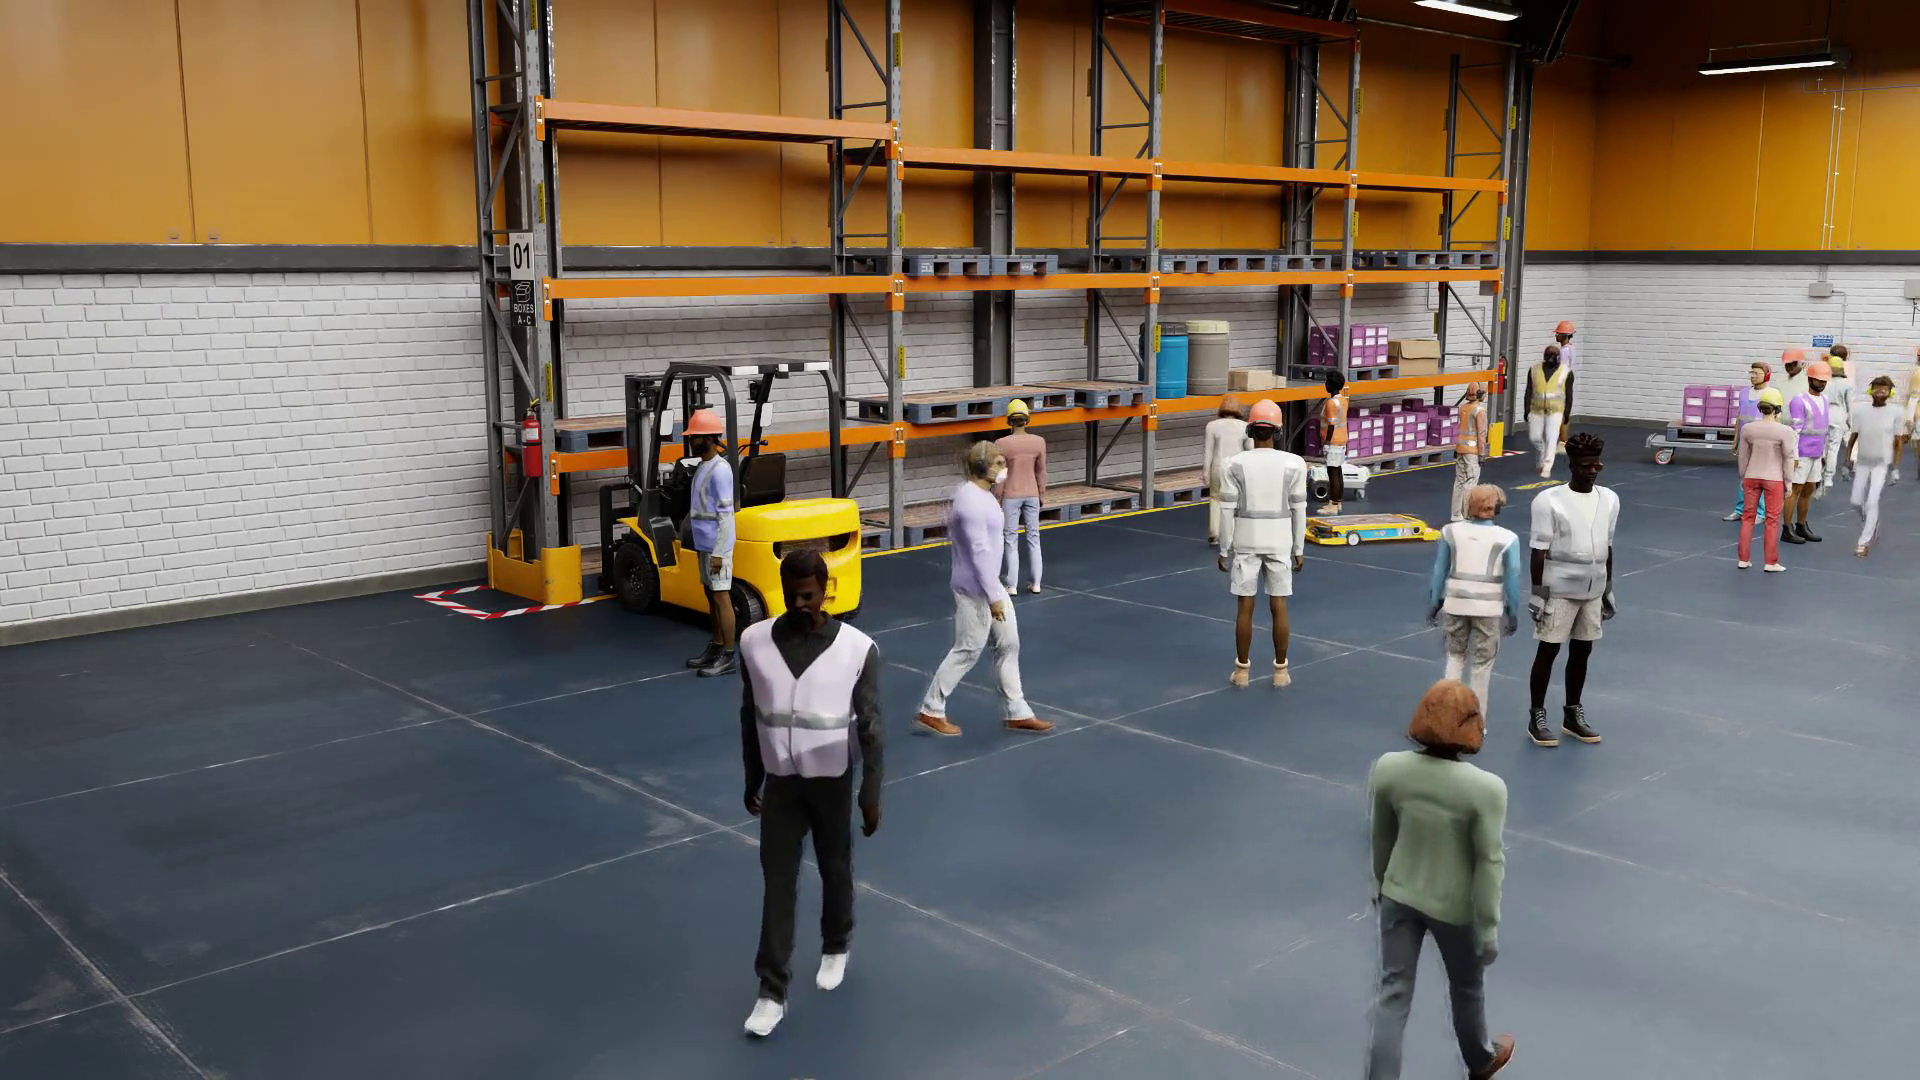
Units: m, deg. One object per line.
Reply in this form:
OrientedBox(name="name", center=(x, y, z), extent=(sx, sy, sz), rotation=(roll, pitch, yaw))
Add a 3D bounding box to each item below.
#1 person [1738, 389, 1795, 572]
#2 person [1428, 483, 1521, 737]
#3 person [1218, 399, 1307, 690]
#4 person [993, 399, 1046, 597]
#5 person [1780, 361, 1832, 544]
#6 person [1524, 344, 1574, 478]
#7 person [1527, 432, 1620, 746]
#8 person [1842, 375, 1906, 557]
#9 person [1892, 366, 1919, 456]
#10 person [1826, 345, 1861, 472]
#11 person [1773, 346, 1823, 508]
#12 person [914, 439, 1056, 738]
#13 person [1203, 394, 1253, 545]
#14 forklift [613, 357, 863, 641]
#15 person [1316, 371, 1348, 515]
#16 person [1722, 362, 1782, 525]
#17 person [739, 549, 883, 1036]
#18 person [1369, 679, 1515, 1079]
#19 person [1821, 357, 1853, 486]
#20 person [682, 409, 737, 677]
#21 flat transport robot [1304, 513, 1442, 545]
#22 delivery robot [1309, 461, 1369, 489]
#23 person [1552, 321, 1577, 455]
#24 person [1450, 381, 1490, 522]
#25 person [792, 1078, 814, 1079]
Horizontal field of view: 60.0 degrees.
OrientedBox(name="person", center=(7.762, -0.572, 16.026), extent=(0.306, 1.770, 0.525), rotation=(-8, 13, -40))
OrientedBox(name="person", center=(3.230, 0.453, 10.443), extent=(0.554, 1.621, 0.357), rotation=(7, 12, 36))
OrientedBox(name="person", center=(2.109, 0.038, 11.647), extent=(0.605, 2.045, 0.377), rotation=(1, 10, 7))
OrientedBox(name="person", center=(0.519, -0.377, 14.892), extent=(0.533, 1.765, 0.321), rotation=(-5, 11, -25))
OrientedBox(name="person", center=(8.995, -0.923, 17.592), extent=(0.552, 1.933, 0.368), rotation=(-5, 11, -29))
OrientedBox(name="person", center=(8.129, -1.791, 22.982), extent=(0.640, 1.829, 0.611), rotation=(6, 11, 31))
OrientedBox(name="person", center=(3.810, 0.302, 10.330), extent=(0.613, 1.963, 0.362), rotation=(-3, 10, -16))
OrientedBox(name="person", center=(9.325, -0.768, 16.986), extent=(0.534, 1.842, 0.702), rotation=(9, 13, 43))
OrientedBox(name="person", center=(12.846, -1.734, 22.498), extent=(0.938, 1.888, 0.611), rotation=(6, 11, 32))
OrientedBox(name="person", center=(12.441, -1.866, 23.553), extent=(0.644, 1.794, 0.975), rotation=(-2, 10, -9))
OrientedBox(name="person", center=(10.109, -1.355, 20.056), extent=(0.785, 1.960, 0.614), rotation=(-6, 12, -33))
OrientedBox(name="person", center=(0.134, 0.314, 10.447), extent=(0.874, 1.908, 0.634), rotation=(2, 10, 12))
OrientedBox(name="person", center=(2.772, -0.705, 17.240), extent=(0.516, 1.613, 0.623), rotation=(1, 10, 5))
OrientedBox(name="forklift", center=(-1.847, -0.414, 13.852), extent=(1.214, 2.155, 2.313), rotation=(-9, 13, -42))
OrientedBox(name="person", center=(4.388, -1.139, 19.556), extent=(0.318, 1.697, 0.535), rotation=(5, 11, 26))
OrientedBox(name="person", center=(9.027, -1.098, 18.865), extent=(0.389, 1.850, 0.567), rotation=(-4, 11, -24))
OrientedBox(name="person", center=(-0.613, 0.970, 6.660), extent=(0.615, 1.880, 0.829), rotation=(2, 10, 11))
OrientedBox(name="person", center=(1.694, 1.254, 5.824), extent=(0.523, 1.585, 0.825), rotation=(8, 13, 41))
OrientedBox(name="person", center=(11.635, -1.592, 22.210), extent=(0.504, 1.695, 0.908), rotation=(6, 11, 31))
OrientedBox(name="person", center=(-1.811, 0.023, 12.042), extent=(0.362, 1.939, 0.542), rotation=(-4, 10, -22))
OrientedBox(name="flat transport robot", center=(4.347, -0.125, 17.785), extent=(1.431, 0.197, 0.652), rotation=(-3, 10, -15))
OrientedBox(name="delivery robot", center=(4.707, -0.805, 20.662), extent=(0.707, 0.478, 0.477), rotation=(1, 10, 5))
OrientedBox(name="person", center=(9.226, -2.332, 25.514), extent=(0.365, 2.048, 0.608), rotation=(5, 11, 27))
OrientedBox(name="person", center=(5.779, -0.977, 18.811), extent=(0.318, 1.630, 0.512), rotation=(-2, 10, -12))
OrientedBox(name="person", center=(-0.270, 1.727, 2.957), extent=(0.266, 1.631, 0.507), rotation=(-5, 11, -25))
